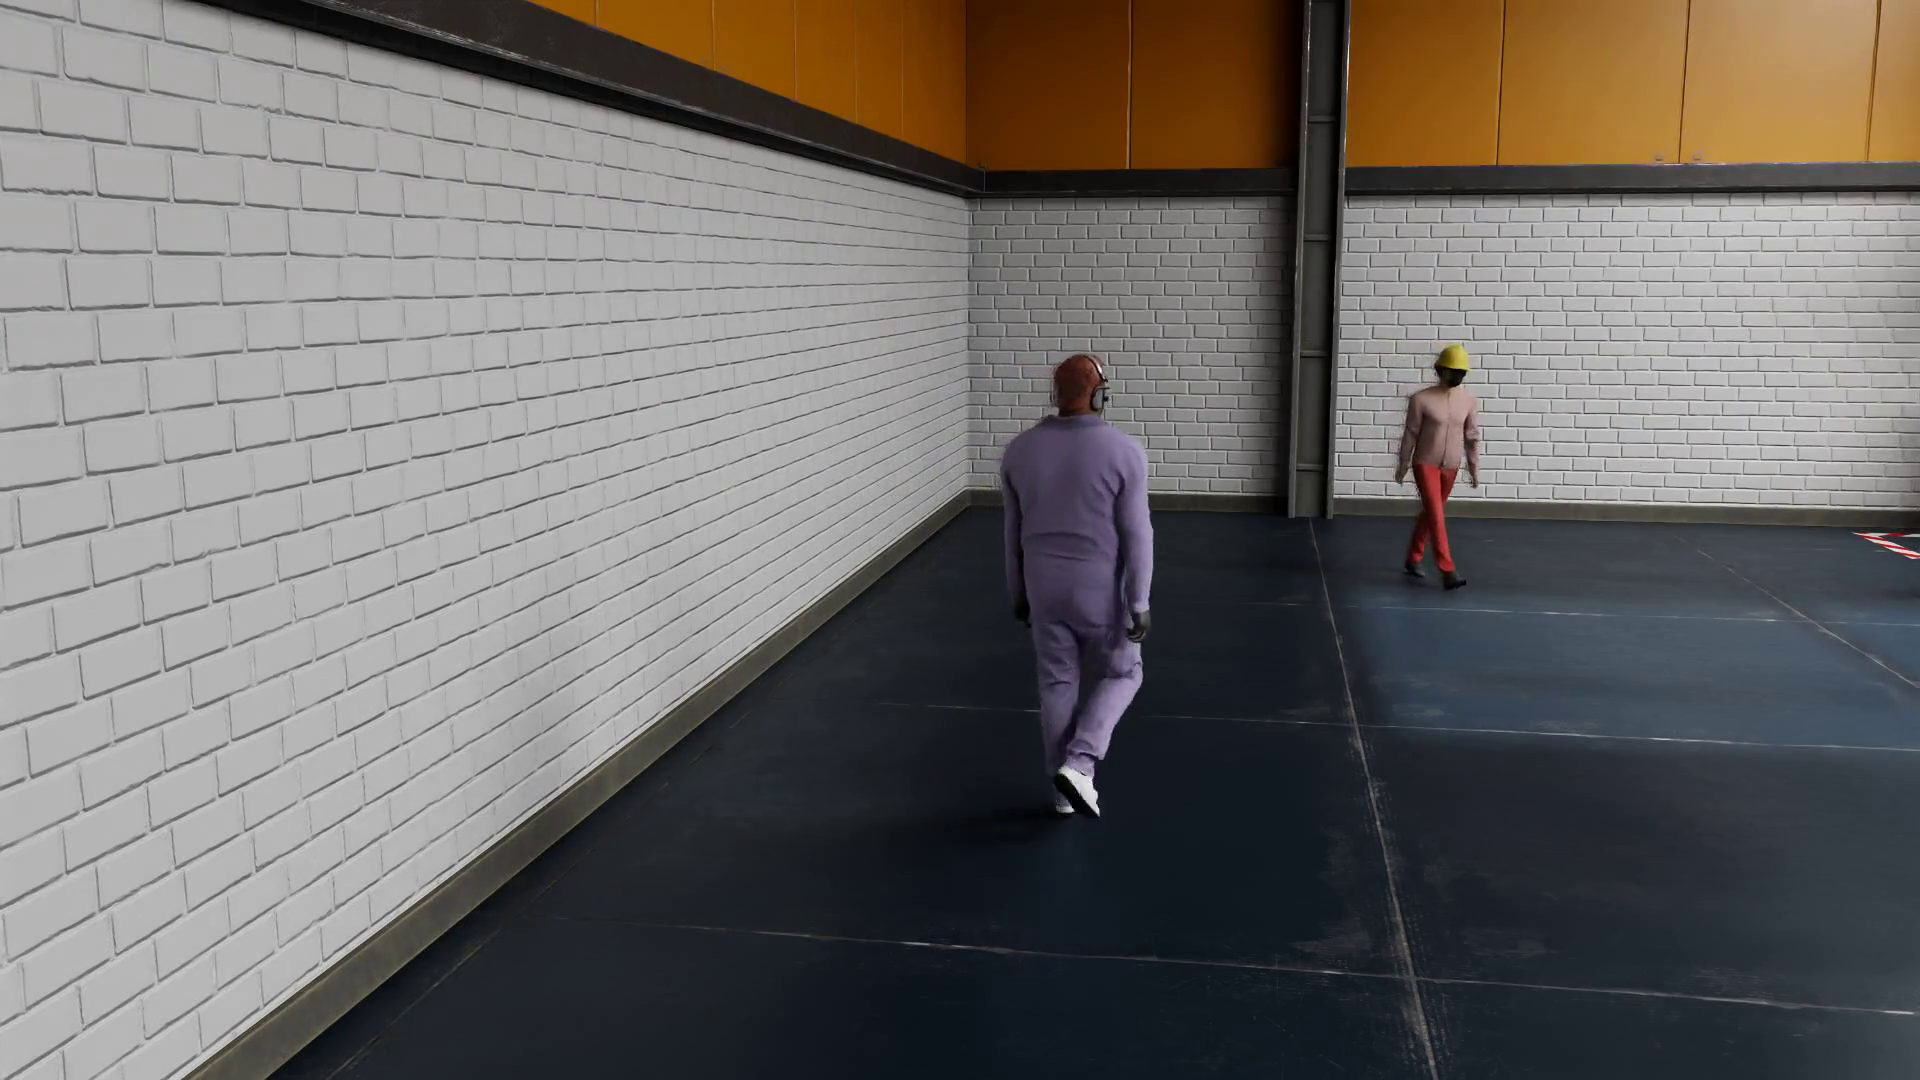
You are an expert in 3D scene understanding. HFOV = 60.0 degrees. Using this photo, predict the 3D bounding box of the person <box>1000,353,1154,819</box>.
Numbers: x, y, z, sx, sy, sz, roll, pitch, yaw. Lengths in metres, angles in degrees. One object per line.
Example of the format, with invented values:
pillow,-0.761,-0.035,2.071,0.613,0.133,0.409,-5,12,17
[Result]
person,0.476,0.203,6.664,0.670,1.892,0.453,5,11,30

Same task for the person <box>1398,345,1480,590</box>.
person,3.395,-0.526,11.766,0.533,1.699,0.962,-2,9,-14
